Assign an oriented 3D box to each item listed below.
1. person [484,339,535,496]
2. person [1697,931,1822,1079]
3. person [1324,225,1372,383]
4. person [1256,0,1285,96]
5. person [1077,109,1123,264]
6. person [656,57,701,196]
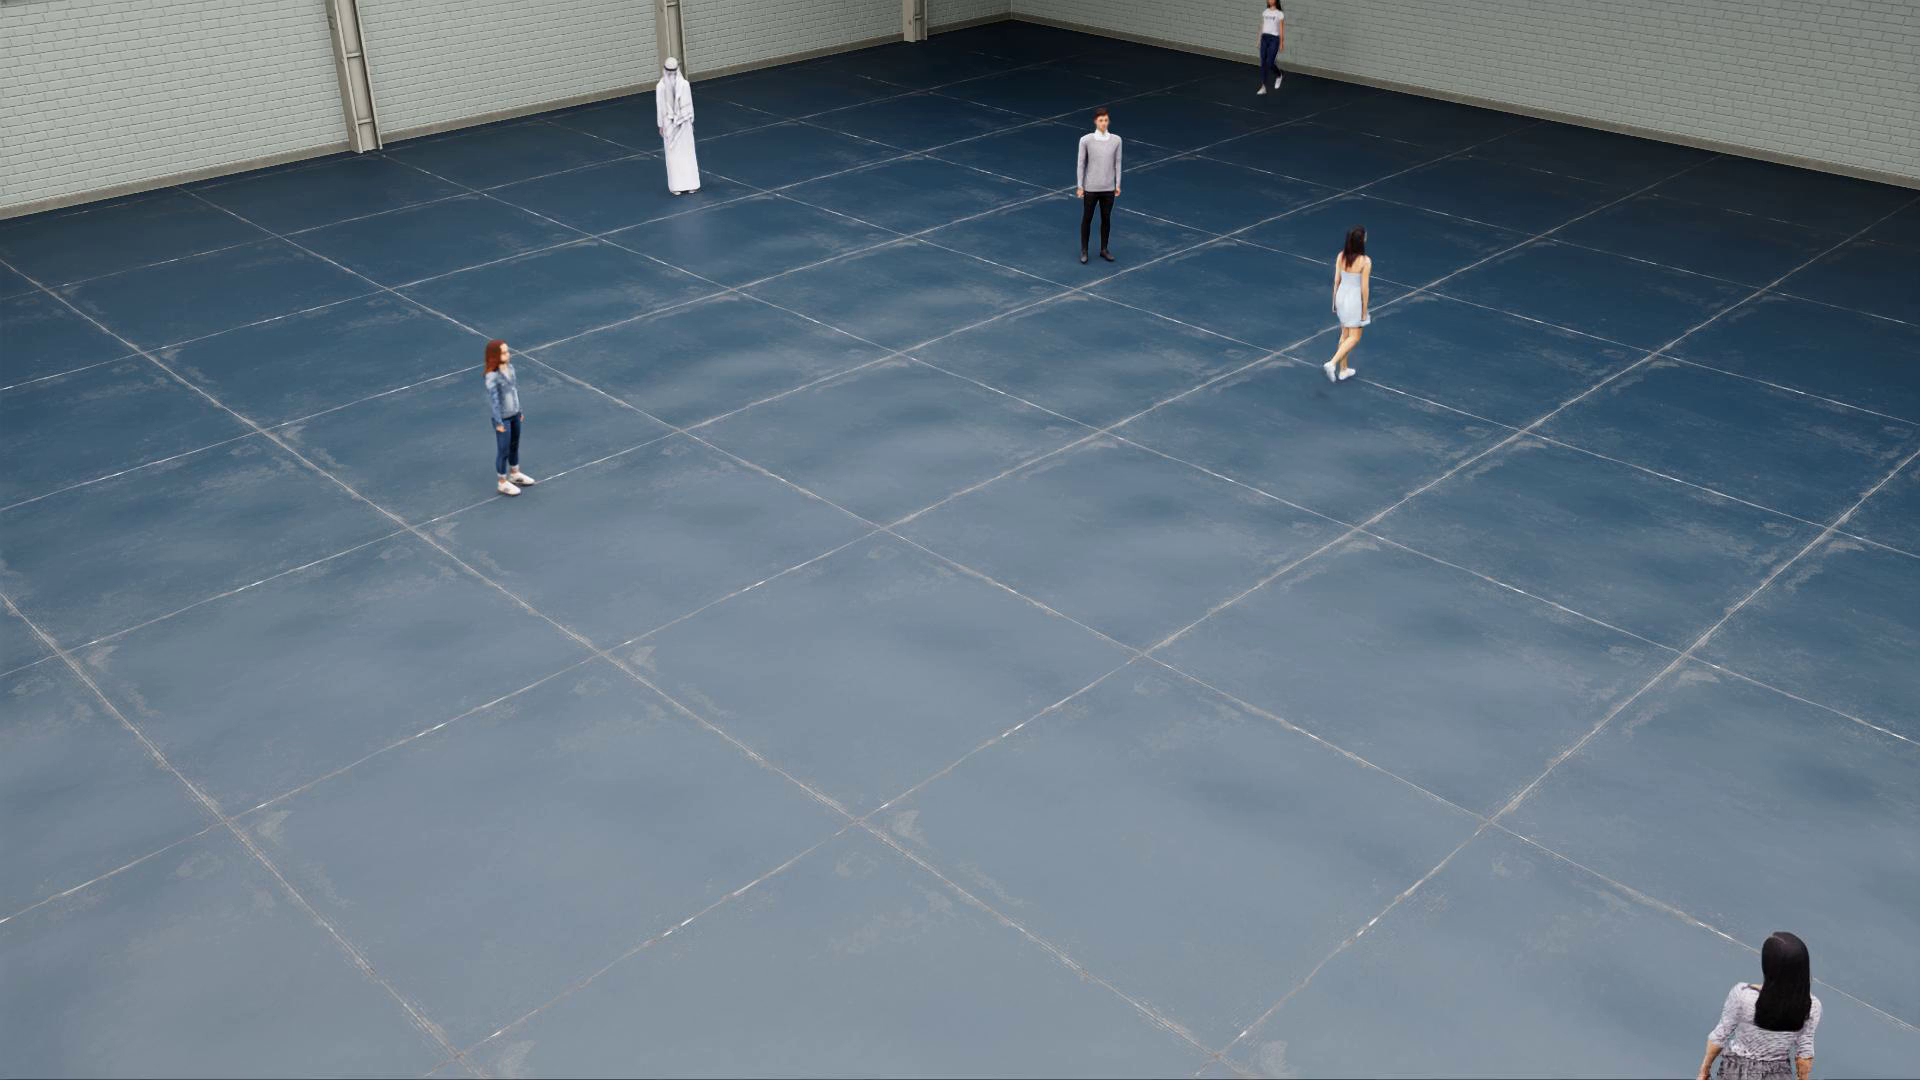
[{"bbox_3d":[-4.182,-1.144,15.282,0.684,1.473,0.560,9,29,16],"label":"person"},{"bbox_3d":[3.773,2.664,7.891,1.056,1.700,1.223,6,29,11],"label":"person"},{"bbox_3d":[4.047,-2.439,17.458,0.592,1.715,0.908,24,36,37],"label":"person"},{"bbox_3d":[5.506,-8.727,29.215,0.767,1.761,0.609,-24,36,-37],"label":"person"},{"bbox_3d":[1.765,-4.515,21.133,0.797,1.924,0.900,-5,28,-8],"label":"person"},{"bbox_3d":[-4.043,-5.914,23.758,0.758,1.926,0.872,-8,29,-14],"label":"person"}]
